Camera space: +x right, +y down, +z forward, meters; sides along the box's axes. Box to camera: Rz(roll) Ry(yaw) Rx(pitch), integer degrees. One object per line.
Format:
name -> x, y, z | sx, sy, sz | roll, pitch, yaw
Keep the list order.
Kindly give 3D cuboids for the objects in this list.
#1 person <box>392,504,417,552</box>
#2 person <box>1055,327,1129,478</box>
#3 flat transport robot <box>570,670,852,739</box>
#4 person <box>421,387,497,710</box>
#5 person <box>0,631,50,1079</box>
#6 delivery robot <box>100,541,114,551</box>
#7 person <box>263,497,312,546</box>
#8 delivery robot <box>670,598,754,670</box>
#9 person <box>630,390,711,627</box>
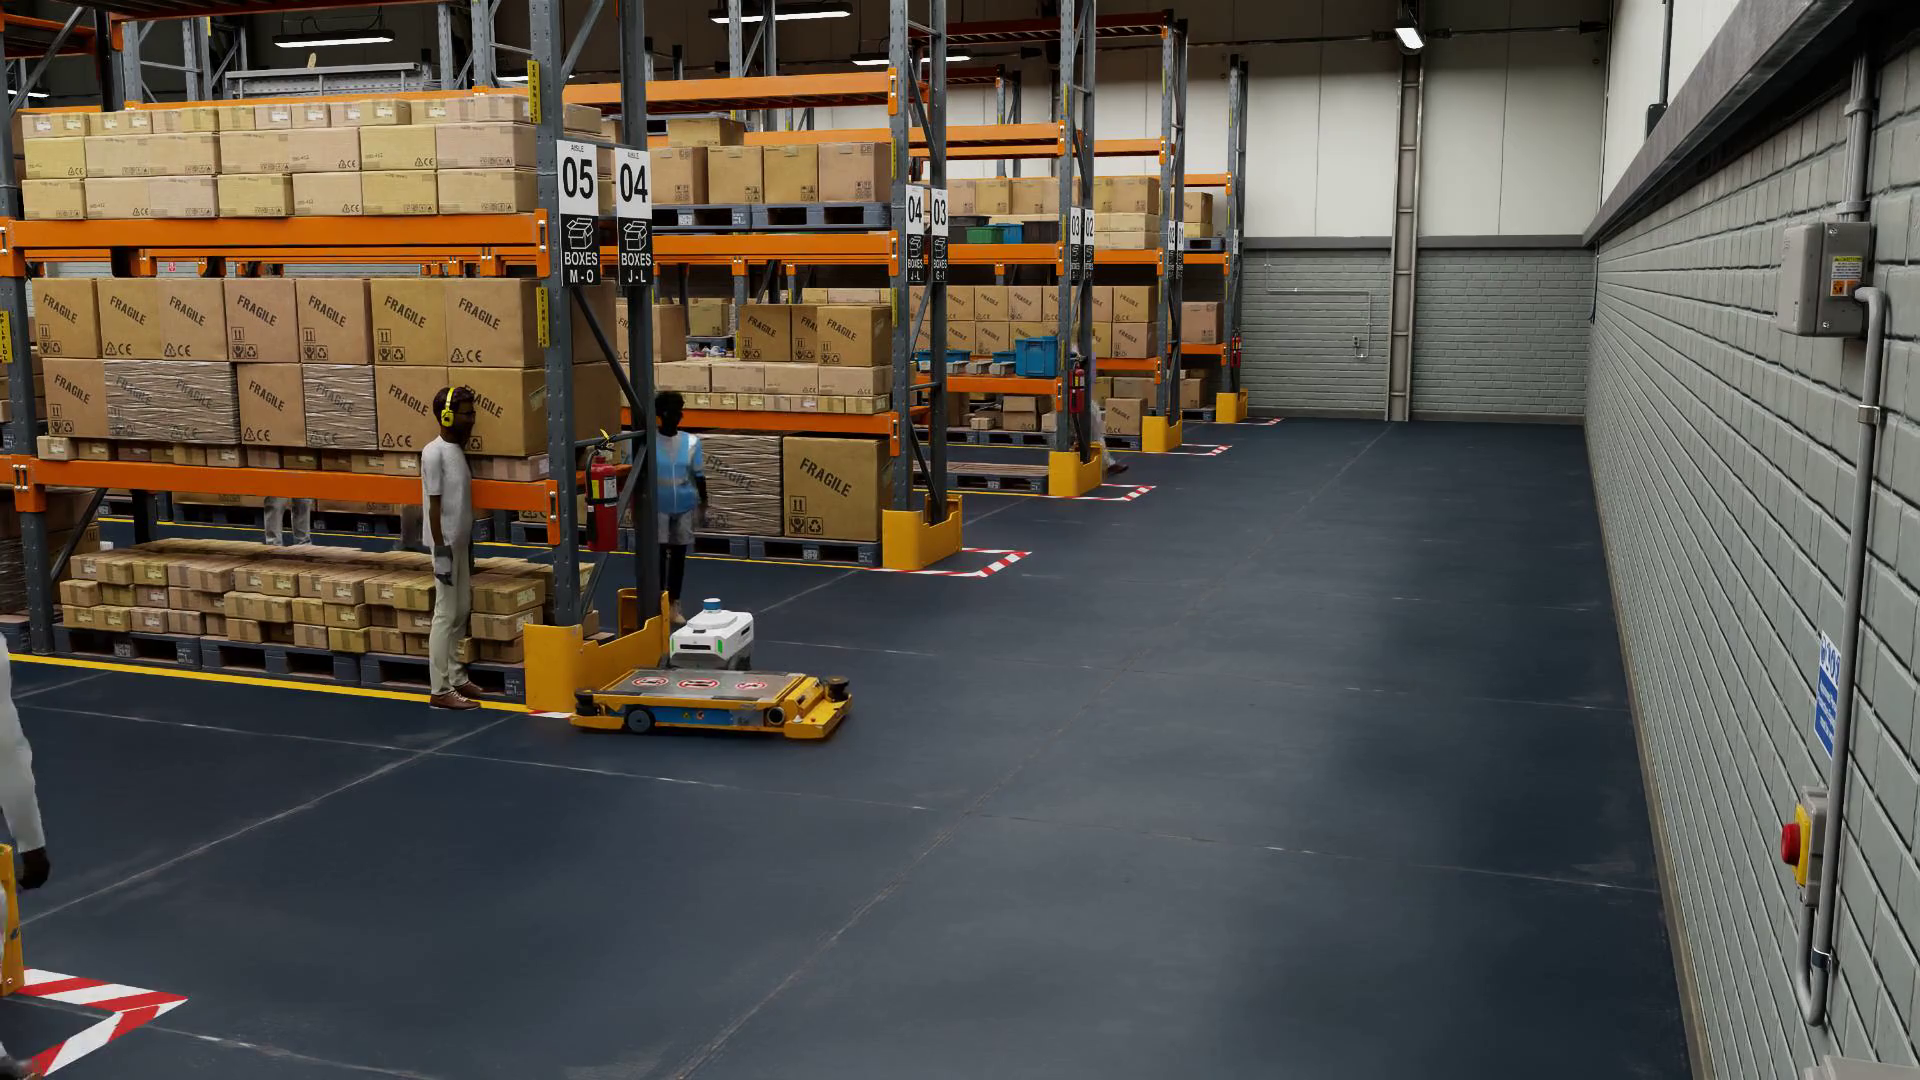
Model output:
person -> -4.686, -0.748, 14.386 | 0.629, 1.929, 1.047 | -9, 13, -44
person -> 1.550, -1.681, 20.280 | 1.033, 1.884, 0.654 | 6, 11, 33
flat transport robot -> -1.370, 0.893, 9.253 | 1.431, 0.197, 0.652 | 2, 9, 10
person -> -2.912, 0.049, 9.588 | 0.333, 1.860, 0.510 | 0, 9, 3
person -> -2.926, 0.815, 4.835 | 0.642, 1.845, 0.672 | 4, 10, 23
delivery robot -> -6.947, 0.116, 12.931 | 0.707, 0.478, 0.477 | 3, 10, 20
person -> -5.635, -0.651, 14.003 | 0.430, 1.844, 0.624 | 6, 11, 35
delivery robot -> -1.477, 0.593, 9.948 | 0.477, 0.478, 0.707 | 1, 9, 8
person -> -2.009, -0.207, 11.674 | 0.555, 1.685, 0.483 | -5, 11, -31
